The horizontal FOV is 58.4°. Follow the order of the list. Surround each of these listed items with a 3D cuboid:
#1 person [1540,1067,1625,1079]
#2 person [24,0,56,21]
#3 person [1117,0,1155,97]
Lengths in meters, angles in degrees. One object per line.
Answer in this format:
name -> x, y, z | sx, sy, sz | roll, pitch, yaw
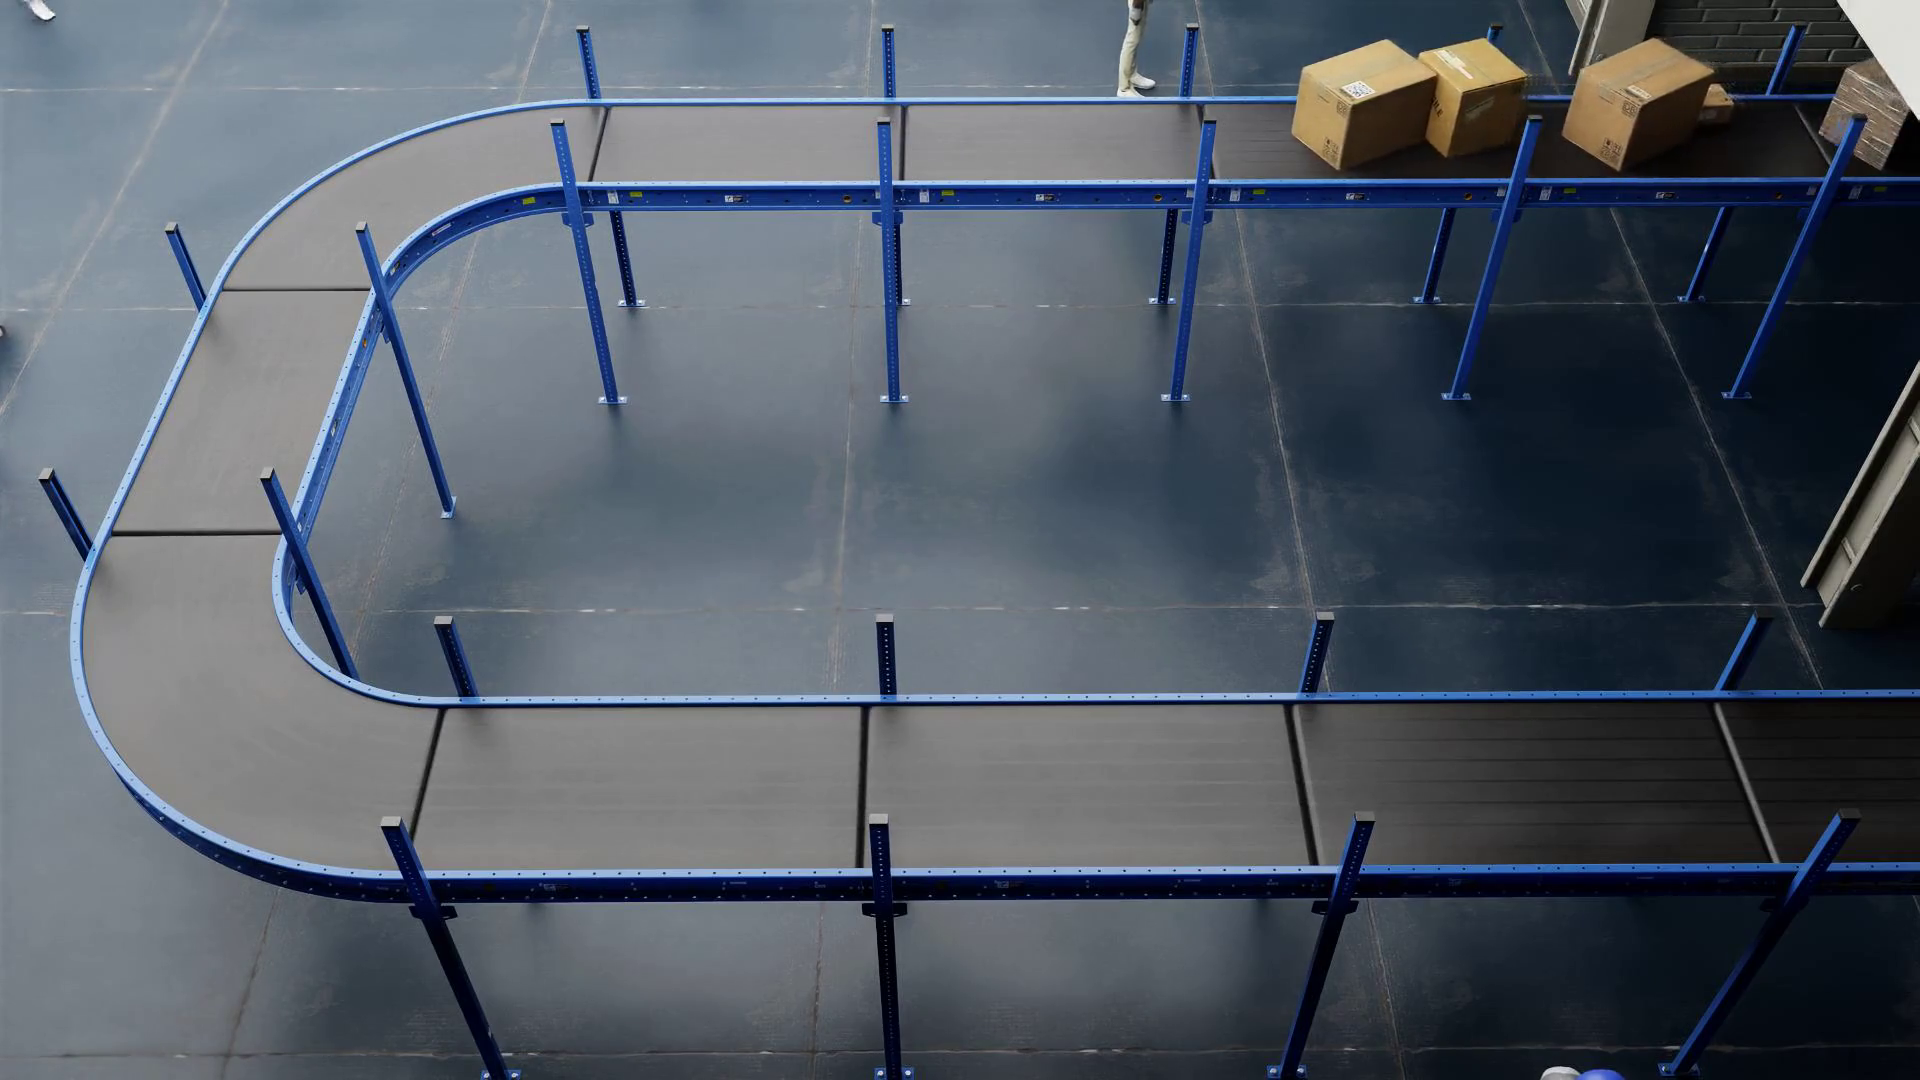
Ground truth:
person -> 2.501, 2.777, 7.352 | 0.381, 1.951, 0.607 | 4, 47, 4
person -> -8.467, -5.565, 15.190 | 0.881, 1.872, 0.662 | 20, 50, 18
person -> 1.524, -4.530, 14.227 | 0.332, 1.872, 0.514 | 13, 48, 12
